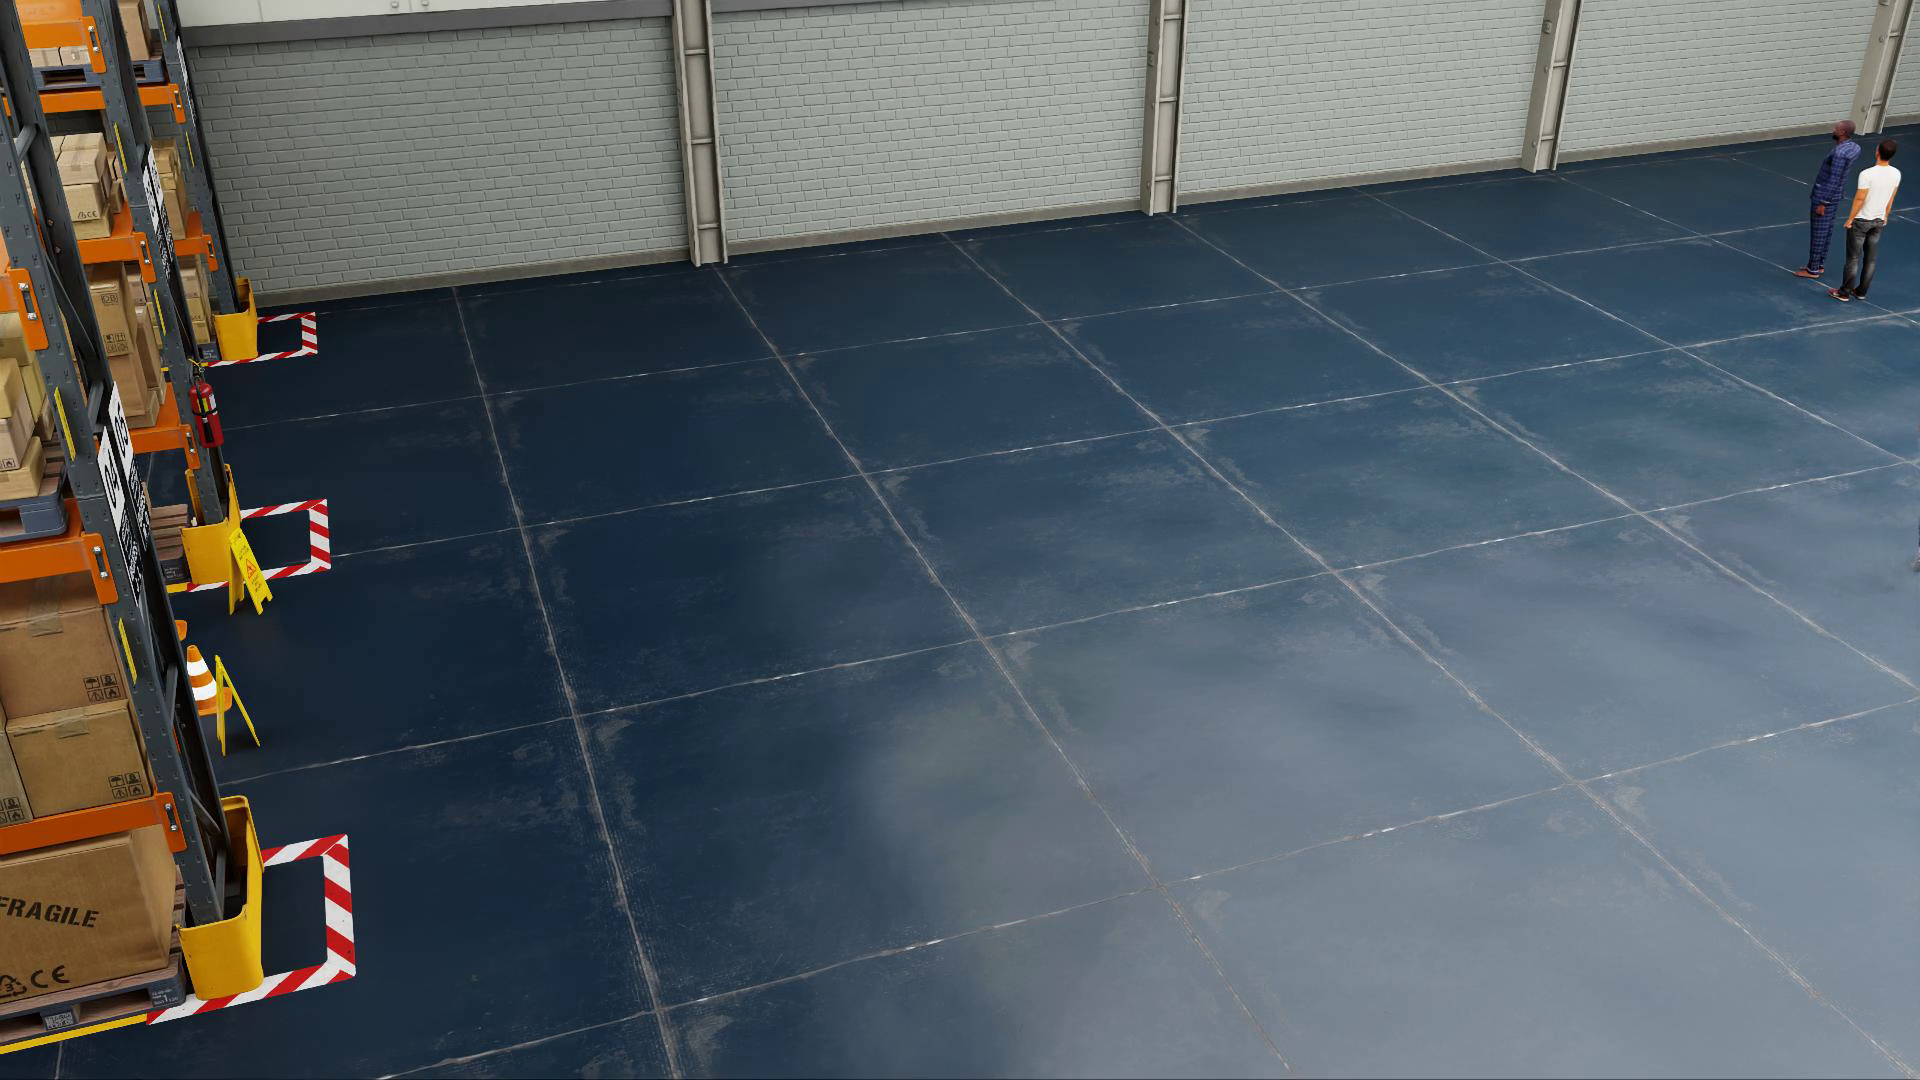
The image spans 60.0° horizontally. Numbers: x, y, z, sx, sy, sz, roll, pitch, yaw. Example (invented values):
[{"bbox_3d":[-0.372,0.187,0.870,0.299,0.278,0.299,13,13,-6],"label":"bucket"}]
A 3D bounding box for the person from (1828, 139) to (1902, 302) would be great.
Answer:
[{"bbox_3d":[10.126,-3.565,18.535,0.526,1.805,0.729,-5,28,-9],"label":"person"}]

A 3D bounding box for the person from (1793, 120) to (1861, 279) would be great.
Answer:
[{"bbox_3d":[10.047,-3.953,19.242,0.839,1.824,0.723,23,36,36],"label":"person"}]
